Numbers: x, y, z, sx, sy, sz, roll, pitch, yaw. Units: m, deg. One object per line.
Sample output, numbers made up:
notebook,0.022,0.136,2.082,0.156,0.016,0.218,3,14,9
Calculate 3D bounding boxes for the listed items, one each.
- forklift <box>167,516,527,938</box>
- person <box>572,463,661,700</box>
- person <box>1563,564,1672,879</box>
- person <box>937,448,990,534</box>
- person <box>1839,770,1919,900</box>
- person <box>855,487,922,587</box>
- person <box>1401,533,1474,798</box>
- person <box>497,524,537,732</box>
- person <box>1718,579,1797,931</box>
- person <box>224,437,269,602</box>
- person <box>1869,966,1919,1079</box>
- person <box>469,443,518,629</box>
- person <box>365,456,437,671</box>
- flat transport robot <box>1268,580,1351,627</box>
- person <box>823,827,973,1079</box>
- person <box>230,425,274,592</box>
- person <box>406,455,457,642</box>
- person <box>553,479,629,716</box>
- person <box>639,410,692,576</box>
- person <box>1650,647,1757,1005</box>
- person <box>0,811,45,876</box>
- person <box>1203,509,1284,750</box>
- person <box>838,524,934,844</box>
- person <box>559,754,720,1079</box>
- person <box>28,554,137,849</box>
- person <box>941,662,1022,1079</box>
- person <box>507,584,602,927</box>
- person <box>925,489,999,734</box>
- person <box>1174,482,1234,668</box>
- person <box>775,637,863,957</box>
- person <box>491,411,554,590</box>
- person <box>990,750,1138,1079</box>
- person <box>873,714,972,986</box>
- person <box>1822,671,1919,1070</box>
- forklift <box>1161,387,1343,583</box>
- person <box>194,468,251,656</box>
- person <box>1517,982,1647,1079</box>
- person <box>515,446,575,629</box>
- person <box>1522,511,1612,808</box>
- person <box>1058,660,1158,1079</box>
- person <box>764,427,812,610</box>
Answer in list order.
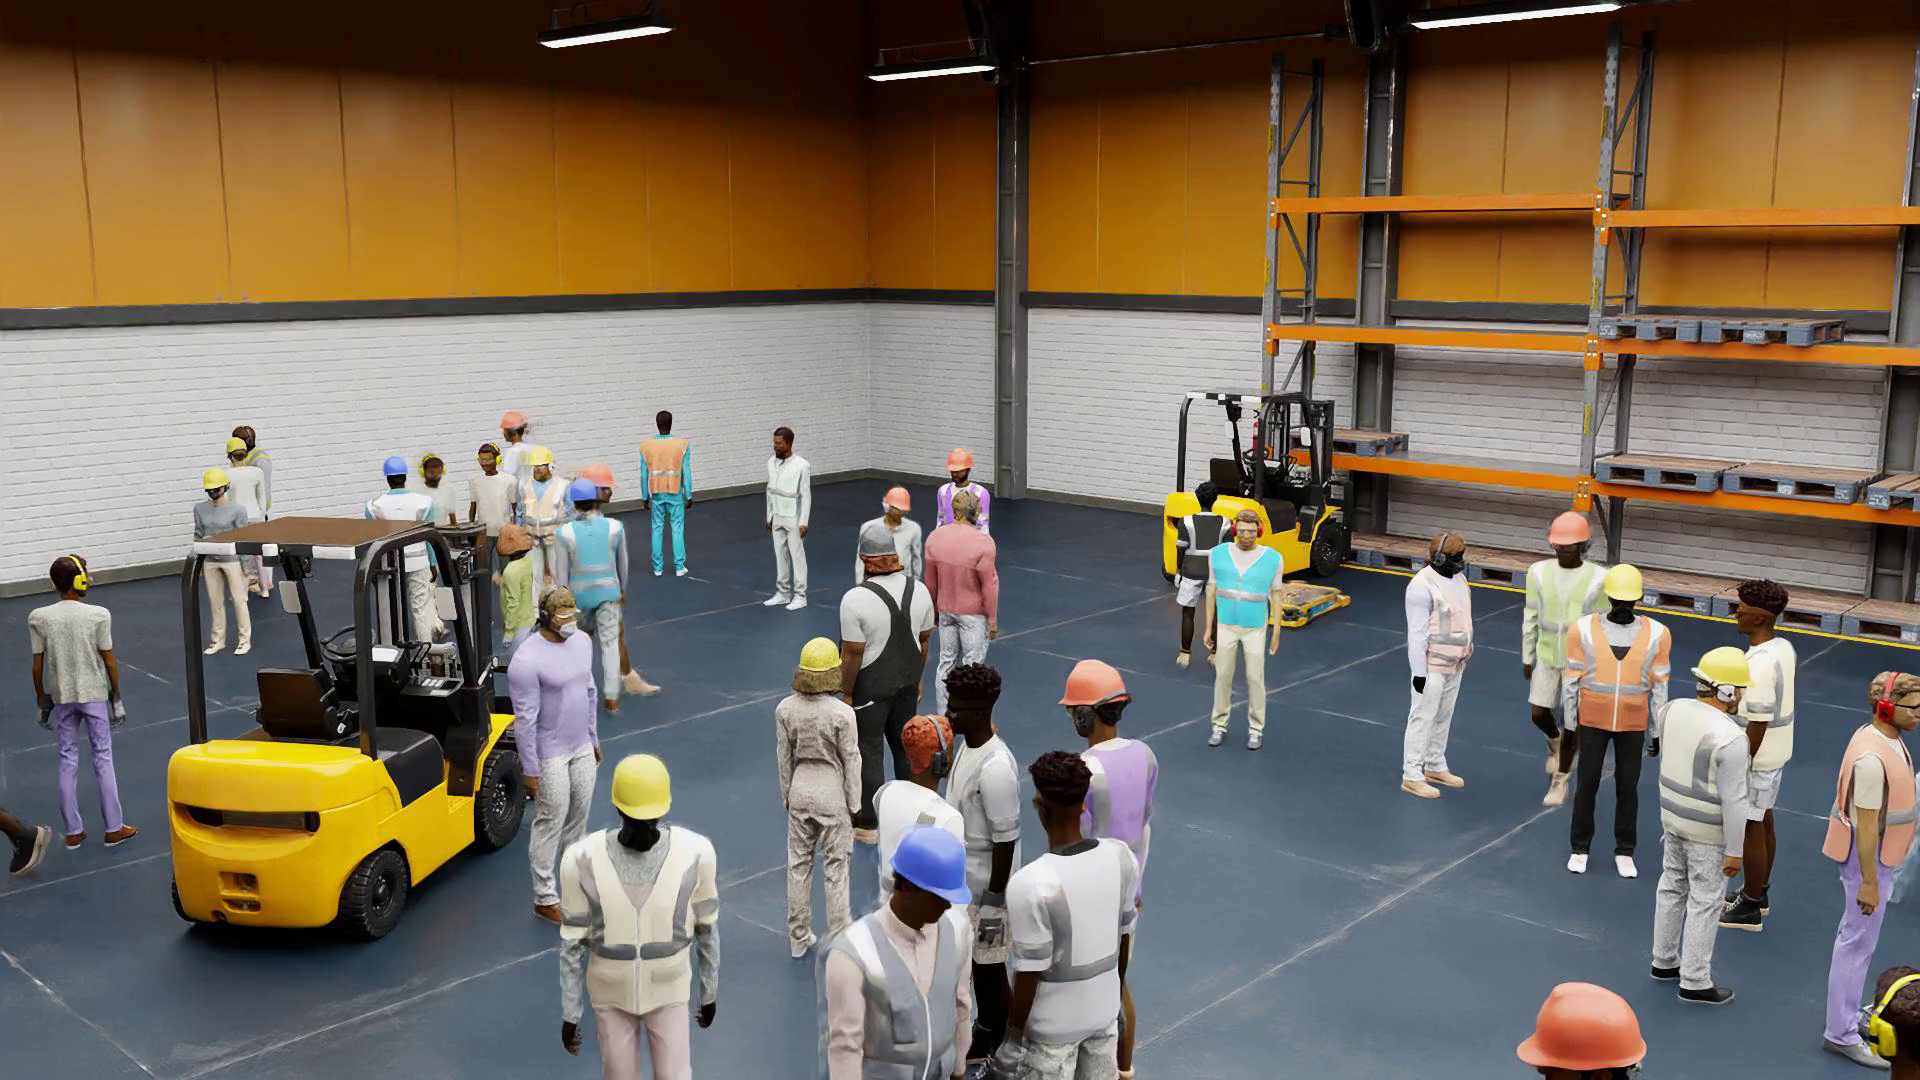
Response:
forklift,-3.583,0.976,9.748,1.214,2.155,2.313,2,10,11
person,-2.966,0.373,13.763,0.820,2.009,0.625,0,10,1
person,3.917,1.080,9.955,0.588,1.918,0.402,3,10,17
person,0.013,0.103,15.472,0.543,1.931,0.386,5,11,28
person,5.573,1.216,9.316,0.590,1.870,1.007,-5,11,-28
person,-0.621,0.375,14.591,0.577,1.685,0.936,0,10,-1
person,3.305,0.855,11.470,0.623,1.835,0.429,-9,14,-43
person,-3.461,0.685,13.009,0.285,1.632,0.497,0,10,0
person,4.402,1.182,9.225,0.368,1.967,0.600,7,12,37
person,-7.658,-0.214,17.751,0.328,1.768,0.532,8,13,39
person,2.513,2.066,4.510,0.510,1.861,0.324,-2,10,-11
person,-4.611,-0.037,16.467,0.535,1.861,0.309,1,10,3
person,-4.953,0.221,14.786,0.604,1.939,0.415,-4,11,-20
flat transport robot,3.436,0.645,17.105,0.652,0.197,1.431,7,12,35
person,-0.228,1.852,5.690,0.635,1.880,0.985,-7,12,-35
person,-7.822,-0.352,18.349,0.624,1.837,0.429,9,13,40
person,-5.102,0.076,16.012,0.579,1.794,1.011,-7,12,-36
person,-3.026,0.438,13.666,0.629,1.888,1.010,-4,11,-23
person,-3.382,-0.532,19.153,0.587,1.911,0.397,0,10,1
person,3.714,1.420,8.305,0.403,1.817,0.601,-2,10,-13
person,-5.830,1.126,9.657,0.645,1.933,0.747,5,11,25
person,2.143,0.664,12.563,0.574,1.833,0.386,4,11,22
person,-0.534,0.899,10.626,0.689,2.000,0.538,-8,13,-40
person,-1.216,1.718,6.347,0.605,1.912,0.481,-1,10,-8
person,-5.533,1.018,10.458,0.520,1.864,0.333,-1,10,-7
person,0.083,1.501,7.408,0.361,1.964,0.616,-2,10,-11
person,-2.242,1.189,9.304,0.374,1.929,0.636,5,11,24
person,0.024,0.572,12.782,0.635,1.936,0.354,7,12,34
person,2.200,0.317,14.952,0.539,1.685,0.320,0,10,-3
person,-0.731,1.369,8.795,0.486,1.744,0.294,4,11,23
person,-4.862,-0.397,18.121,1.005,1.992,0.623,1,10,3
person,0.372,1.733,6.107,0.648,1.963,0.374,-9,13,-42
person,-0.159,1.642,6.881,0.349,1.877,0.574,-6,12,-32
person,4.233,1.501,7.752,0.374,1.843,0.575,6,12,32
forklift,3.298,-0.608,18.767,1.214,2.155,2.313,9,13,42
person,-6.836,0.202,15.411,0.524,1.760,0.335,1,10,6
person,1.613,2.064,4.327,0.390,1.925,0.550,4,11,23
person,-4.105,-0.019,16.443,0.600,1.832,0.404,1,10,5
person,4.149,0.785,11.350,0.609,2.023,0.611,8,13,37
person,0.580,1.516,7.164,0.409,2.028,0.618,8,13,40
person,-1.797,-0.237,17.445,0.596,1.916,0.373,8,13,40
